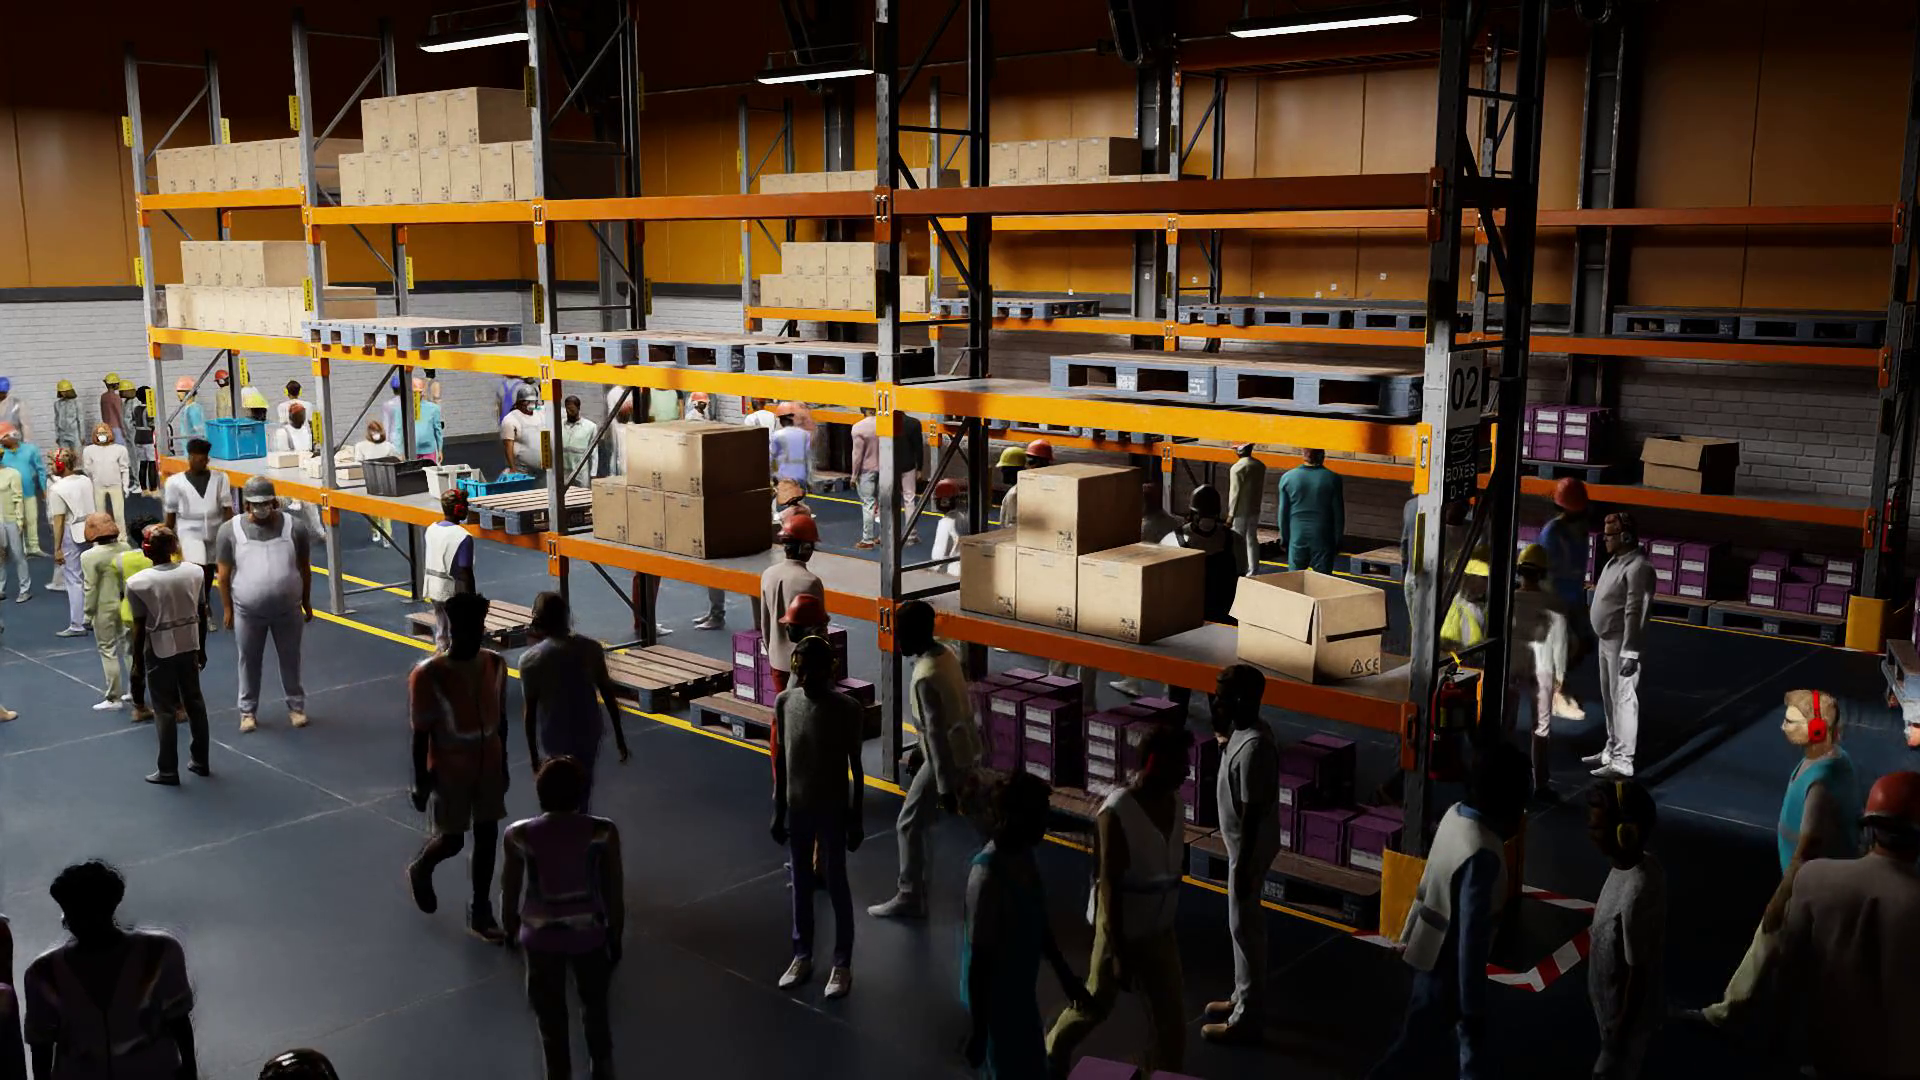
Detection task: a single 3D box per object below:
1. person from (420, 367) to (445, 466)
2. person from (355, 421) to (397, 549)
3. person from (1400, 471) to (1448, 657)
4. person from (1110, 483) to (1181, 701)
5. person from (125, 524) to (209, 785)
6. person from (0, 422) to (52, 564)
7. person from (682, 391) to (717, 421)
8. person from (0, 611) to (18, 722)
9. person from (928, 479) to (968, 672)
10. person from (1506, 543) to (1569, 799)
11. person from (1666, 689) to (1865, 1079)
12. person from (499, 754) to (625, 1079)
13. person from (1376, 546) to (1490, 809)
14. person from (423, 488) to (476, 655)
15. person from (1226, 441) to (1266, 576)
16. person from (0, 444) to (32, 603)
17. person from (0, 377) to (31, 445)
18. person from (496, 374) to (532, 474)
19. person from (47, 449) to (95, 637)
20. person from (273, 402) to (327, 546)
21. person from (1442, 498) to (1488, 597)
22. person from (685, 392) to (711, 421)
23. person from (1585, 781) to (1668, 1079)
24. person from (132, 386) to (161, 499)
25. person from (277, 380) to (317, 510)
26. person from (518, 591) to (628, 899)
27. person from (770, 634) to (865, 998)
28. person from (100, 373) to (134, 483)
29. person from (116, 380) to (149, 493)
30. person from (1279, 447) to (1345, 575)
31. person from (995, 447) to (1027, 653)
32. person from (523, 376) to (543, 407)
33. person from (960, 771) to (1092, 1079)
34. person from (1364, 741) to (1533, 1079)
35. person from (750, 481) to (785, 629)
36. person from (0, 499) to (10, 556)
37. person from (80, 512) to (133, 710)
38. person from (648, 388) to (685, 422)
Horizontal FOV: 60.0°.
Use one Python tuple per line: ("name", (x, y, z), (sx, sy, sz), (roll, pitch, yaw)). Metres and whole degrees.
("person", (-8.752, -2.047, 27.580), (0.594, 1.926, 0.370), (8, 13, 37))
("person", (-7.382, -0.729, 21.072), (0.507, 1.593, 0.848), (-3, 10, -14))
("person", (4.008, 0.308, 14.286), (0.377, 1.932, 0.626), (-5, 11, -26))
("person", (1.480, 0.458, 13.592), (0.903, 1.863, 0.654), (7, 12, 36))
("person", (-5.545, 0.803, 11.690), (0.389, 1.850, 0.567), (6, 12, 32))
("person", (-11.268, -0.574, 19.906), (0.619, 1.707, 0.453), (-8, 13, -39))
("person", (-4.480, -2.196, 28.487), (0.638, 1.910, 0.407), (0, 10, -1))
("person", (-7.802, 0.624, 13.131), (0.533, 1.697, 0.322), (2, 10, 12))
("person", (-0.153, 0.319, 14.783), (0.675, 1.724, 0.570), (2, 10, 10))
("person", (3.886, 0.897, 11.399), (0.524, 1.769, 0.308), (5, 11, 25))
("person", (3.738, 1.556, 7.545), (0.933, 1.799, 0.585), (5, 11, 25))
("person", (-1.731, 1.706, 7.266), (0.528, 1.599, 0.828), (-2, 10, -12))
("person", (3.173, 0.952, 10.750), (0.590, 1.892, 0.924), (-10, 14, -43))
("person", (-4.114, 0.500, 13.462), (0.560, 1.837, 0.387), (8, 13, 39))
("person", (3.131, -0.330, 18.381), (0.332, 1.746, 0.559), (9, 14, 43))
("person", (-10.153, -0.197, 17.607), (0.522, 1.762, 0.337), (0, 10, 1))
("person", (-14.002, -1.470, 24.436), (0.652, 1.900, 0.947), (-4, 11, -22))
("person", (-7.008, -1.872, 26.276), (0.690, 2.000, 0.724), (5, 11, 26))
("person", (-8.571, 0.027, 16.126), (0.394, 1.836, 0.560), (1, 10, 5))
("person", (-8.411, -0.826, 20.969), (0.995, 1.838, 0.630), (4, 11, 23))
("person", (3.905, 0.474, 13.260), (0.608, 1.959, 0.375), (-1, 10, -5))
("person", (-3.704, -1.287, 23.782), (0.342, 1.749, 0.573), (3, 11, 18))
("person", (2.405, 1.782, 6.117), (0.328, 1.865, 0.521), (4, 11, 22))
("person", (-12.164, -1.463, 24.925), (0.537, 1.700, 0.318), (6, 12, 32))
("person", (-9.526, -1.366, 23.900), (0.535, 1.868, 0.309), (-8, 13, -40))
("person", (-2.303, 1.178, 9.790), (0.582, 1.773, 0.974), (-7, 12, -35))
("person", (-0.728, 1.380, 8.415), (0.509, 1.860, 0.334), (4, 11, 21))
("person", (-13.486, -1.787, 26.574), (0.533, 1.768, 0.311), (6, 12, 31))
("person", (-12.728, -1.591, 25.549), (0.485, 1.737, 0.320), (10, 14, 43))
("person", (3.448, -0.036, 16.292), (0.636, 1.903, 0.405), (4, 11, 22))
("person", (0.513, 0.090, 15.509), (0.372, 1.925, 0.592), (2, 10, 13))
("person", (-7.316, -2.059, 28.213), (0.493, 1.728, 0.324), (0, 10, -2))
("person", (0.161, 1.760, 6.360), (0.578, 1.819, 0.514), (3, 10, 16))
("person", (1.902, 1.695, 6.635), (0.924, 1.871, 0.621), (2, 10, 10))
("person", (-1.690, 0.351, 14.332), (0.403, 1.827, 0.595), (-5, 11, -25))
("person", (-9.392, 0.063, 15.823), (0.591, 1.876, 0.468), (-3, 10, -14))
("person", (-6.942, 0.577, 13.583), (0.265, 1.631, 0.508), (3, 11, 18))
("person", (-4.687, -1.888, 26.366), (0.688, 2.000, 0.885), (-5, 11, -26))
